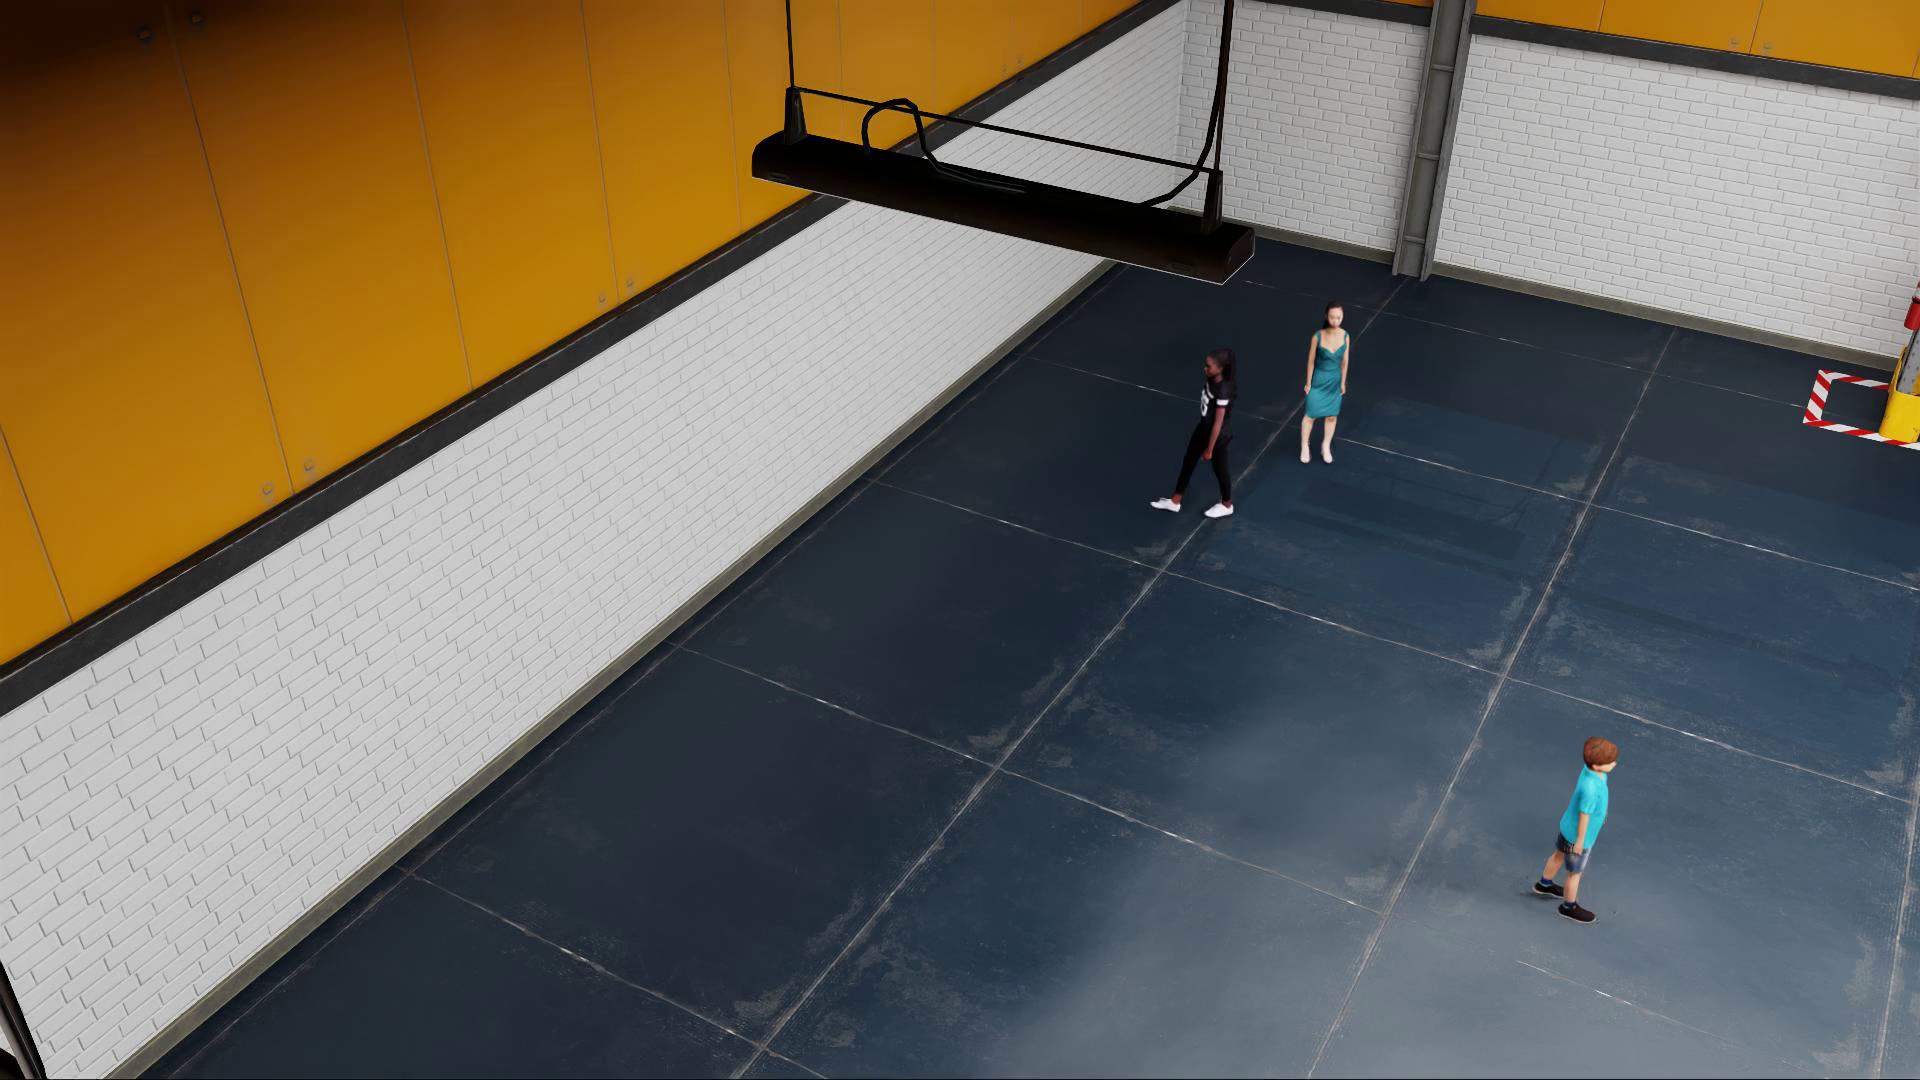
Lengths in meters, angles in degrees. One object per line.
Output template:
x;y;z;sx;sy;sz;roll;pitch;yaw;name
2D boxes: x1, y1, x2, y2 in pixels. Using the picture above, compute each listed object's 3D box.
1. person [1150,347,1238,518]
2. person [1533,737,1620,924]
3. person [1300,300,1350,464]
2.353;-0.935;14.880;1.085;1.710;1.000;-6;34;-9;person
4.048;1.858;10.913;0.674;1.450;0.591;10;35;15;person
3.452;-1.481;15.727;0.585;1.682;0.674;-3;34;-4;person
